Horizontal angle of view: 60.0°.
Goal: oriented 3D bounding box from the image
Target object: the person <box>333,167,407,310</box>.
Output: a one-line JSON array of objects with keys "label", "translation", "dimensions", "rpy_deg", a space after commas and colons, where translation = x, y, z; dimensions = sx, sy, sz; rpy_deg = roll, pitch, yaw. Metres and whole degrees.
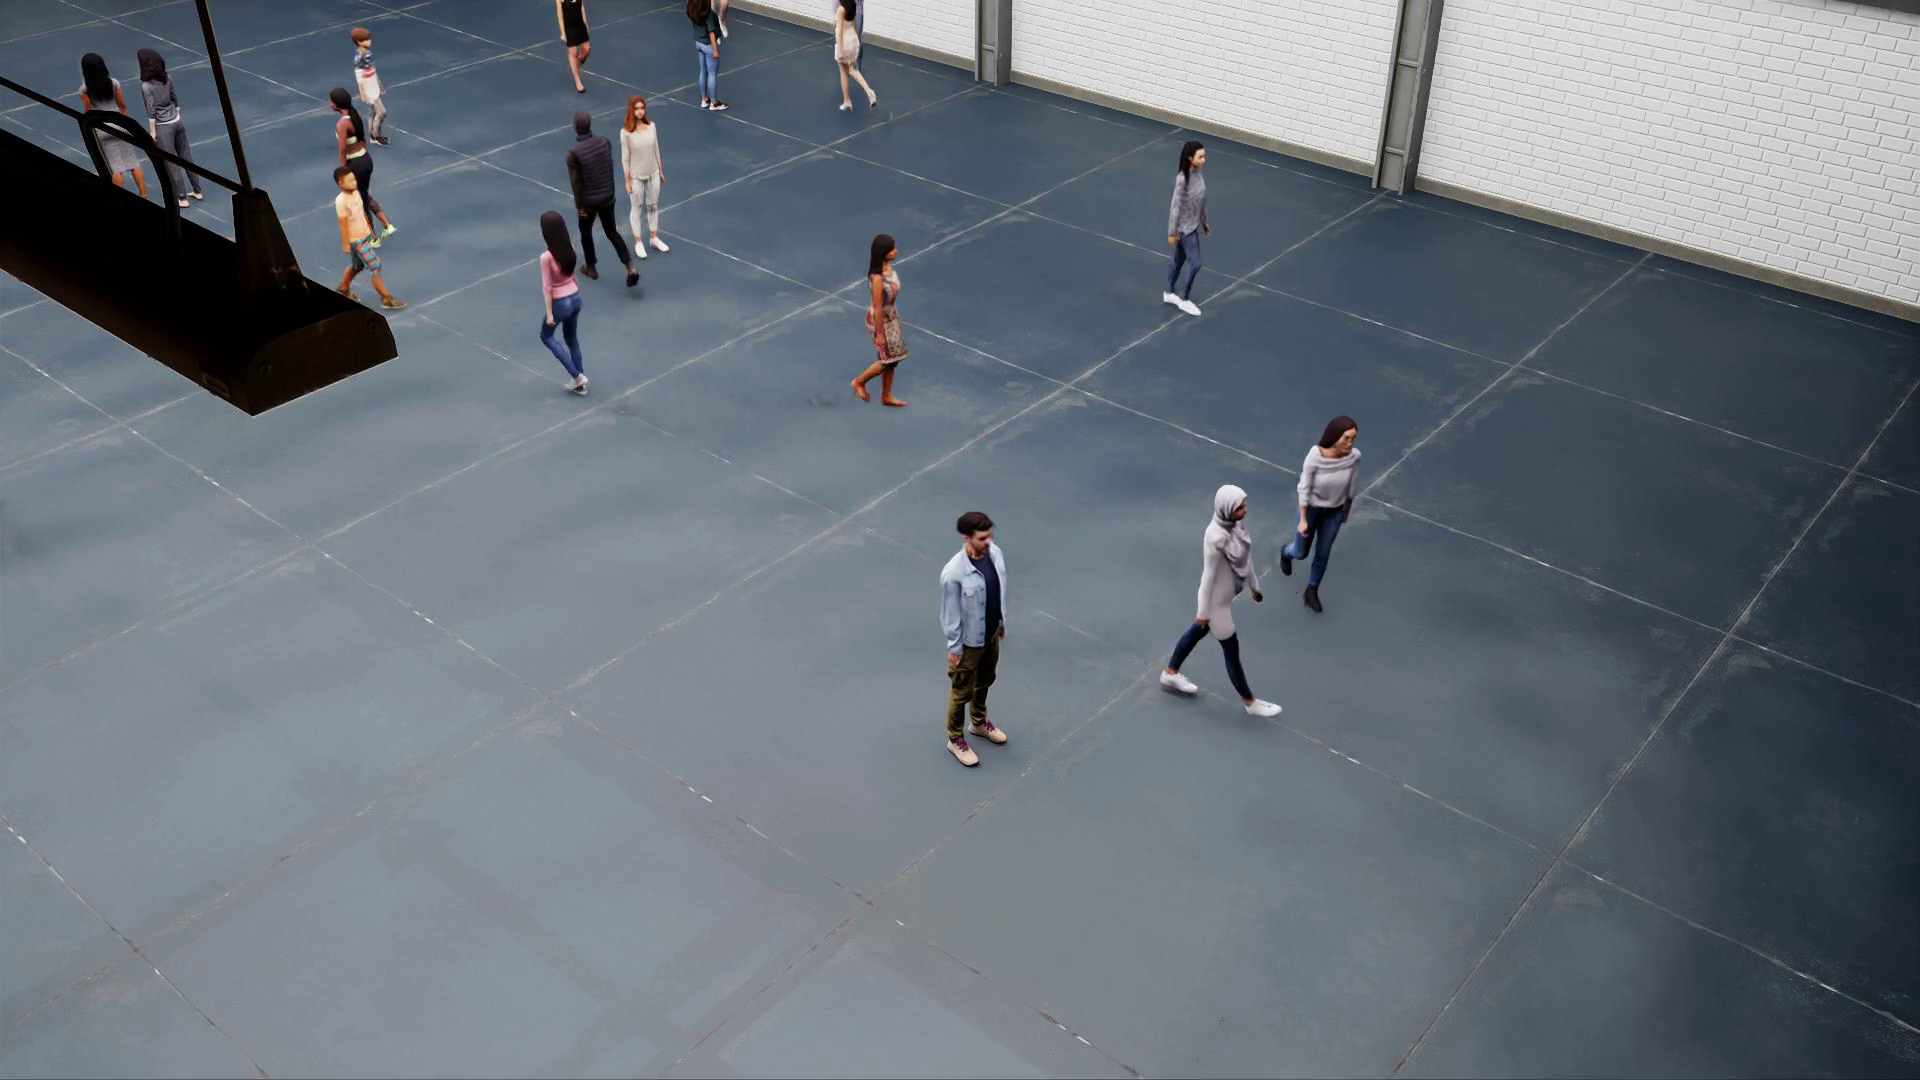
[{"label": "person", "translation": [-5.972, -2.954, 16.316], "dimensions": [1.035, 1.438, 0.872], "rpy_deg": [4, 34, 6]}]

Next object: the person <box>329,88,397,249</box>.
[{"label": "person", "translation": [-6.228, -3.880, 17.430], "dimensions": [0.801, 1.747, 0.733], "rpy_deg": [8, 34, 12]}]

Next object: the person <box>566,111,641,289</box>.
[{"label": "person", "translation": [-3.579, -3.370, 16.608], "dimensions": [0.799, 1.807, 1.197], "rpy_deg": [-27, 42, -34]}]

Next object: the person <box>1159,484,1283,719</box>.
[{"label": "person", "translation": [1.639, 0.375, 11.041], "dimensions": [1.178, 1.733, 0.792], "rpy_deg": [17, 37, 24]}]

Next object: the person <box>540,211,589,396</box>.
[{"label": "person", "translation": [-3.450, -2.052, 14.693], "dimensions": [0.652, 1.732, 0.629], "rpy_deg": [19, 38, 27]}]

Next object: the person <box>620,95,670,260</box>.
[{"label": "person", "translation": [-3.316, -3.815, 17.368], "dimensions": [0.650, 1.707, 0.599], "rpy_deg": [-24, 40, -31]}]

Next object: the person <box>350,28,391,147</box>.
[{"label": "person", "translation": [-7.204, -5.473, 20.115], "dimensions": [0.687, 1.428, 0.631], "rpy_deg": [-2, 34, -3]}]

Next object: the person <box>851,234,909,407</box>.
[{"label": "person", "translation": [-0.752, -1.892, 14.542], "dimensions": [0.910, 1.632, 0.829], "rpy_deg": [6, 34, 9]}]

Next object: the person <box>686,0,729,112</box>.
[{"label": "person", "translation": [-3.231, -6.314, 21.209], "dimensions": [0.693, 1.617, 0.574], "rpy_deg": [-26, 41, -33]}]

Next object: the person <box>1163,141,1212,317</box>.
[{"label": "person", "translation": [2.128, -3.082, 16.256], "dimensions": [0.763, 1.716, 0.688], "rpy_deg": [16, 37, 23]}]

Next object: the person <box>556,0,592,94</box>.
[{"label": "person", "translation": [-5.104, -6.694, 21.763], "dimensions": [0.632, 1.636, 0.674], "rpy_deg": [-28, 42, -35]}]

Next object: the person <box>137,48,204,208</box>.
[{"label": "person", "translation": [-8.796, -4.584, 18.473], "dimensions": [0.620, 1.764, 0.656], "rpy_deg": [12, 35, 18]}]

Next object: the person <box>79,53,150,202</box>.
[{"label": "person", "translation": [-9.297, -4.471, 18.290], "dimensions": [0.632, 1.779, 0.625], "rpy_deg": [-19, 38, -26]}]

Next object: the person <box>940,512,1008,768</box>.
[{"label": "person", "translation": [0.086, 0.601, 10.630], "dimensions": [0.549, 1.811, 0.670], "rpy_deg": [26, 41, 33]}]

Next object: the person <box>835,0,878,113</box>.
[{"label": "person", "translation": [-1.339, -6.186, 20.924], "dimensions": [0.896, 1.719, 0.689], "rpy_deg": [18, 38, 25]}]

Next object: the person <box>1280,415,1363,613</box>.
[{"label": "person", "translation": [2.579, -0.235, 12.065], "dimensions": [0.851, 1.616, 0.925], "rpy_deg": [-4, 34, -7]}]

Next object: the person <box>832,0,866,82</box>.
[{"label": "person", "translation": [-1.503, -7.030, 22.226], "dimensions": [1.092, 1.684, 1.274], "rpy_deg": [-9, 35, -13]}]
